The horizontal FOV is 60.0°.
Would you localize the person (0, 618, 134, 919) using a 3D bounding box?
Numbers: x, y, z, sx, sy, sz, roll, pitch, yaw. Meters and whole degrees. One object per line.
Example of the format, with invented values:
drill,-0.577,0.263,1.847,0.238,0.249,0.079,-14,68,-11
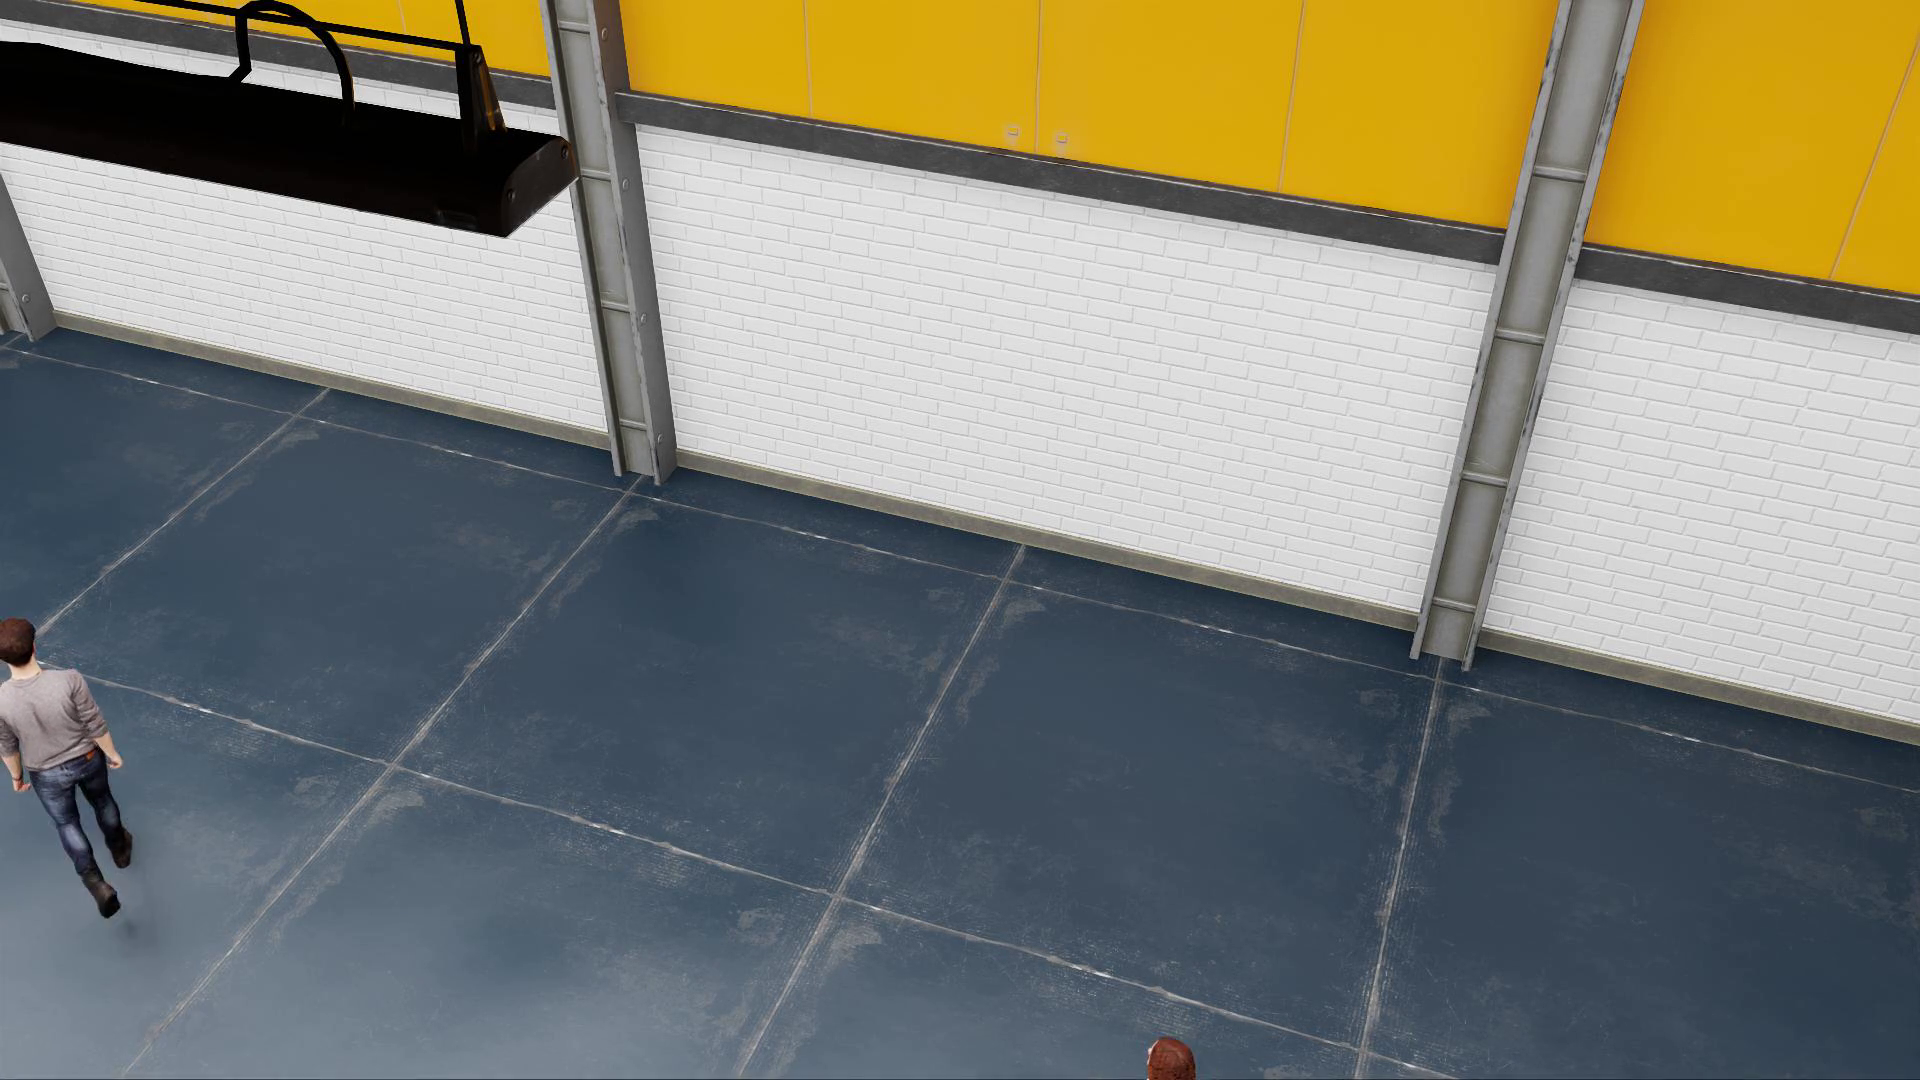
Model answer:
person,-4.832,1.261,8.984,1.077,1.881,1.173,-19,43,-23
